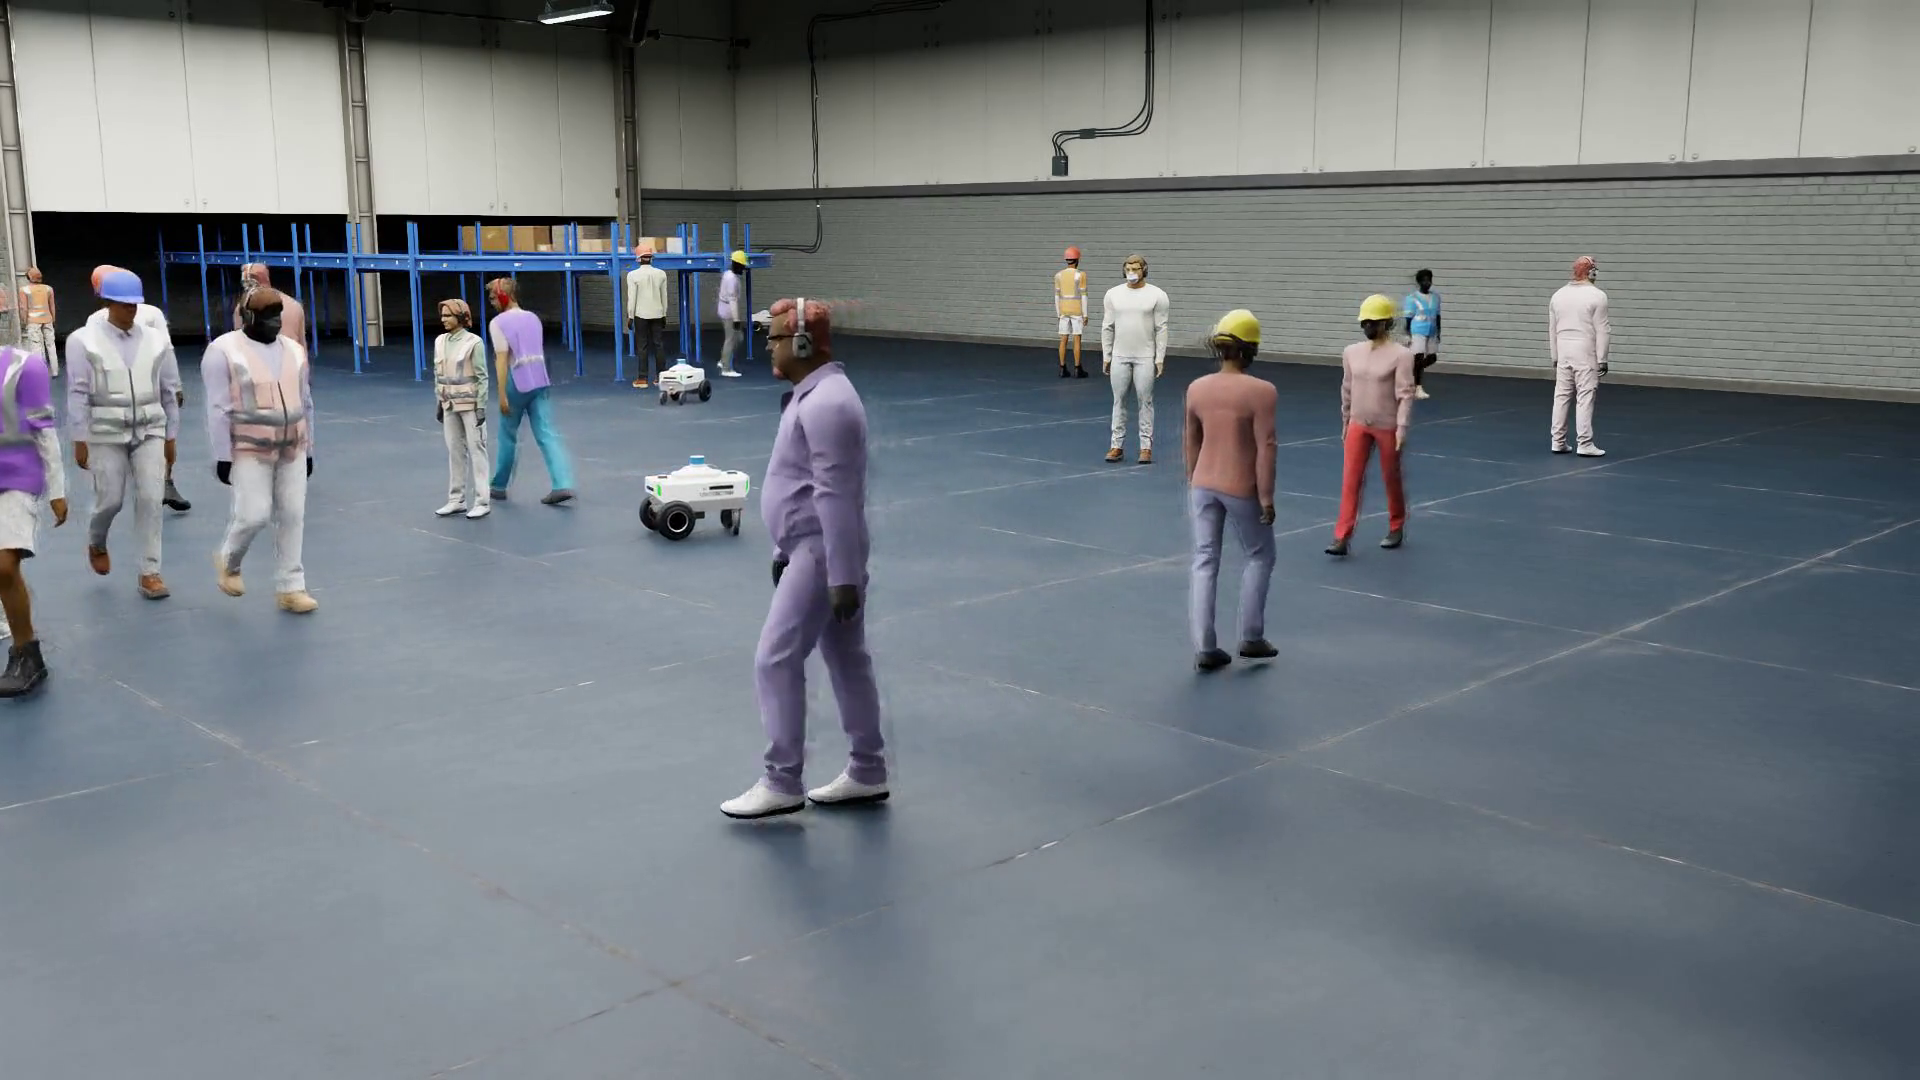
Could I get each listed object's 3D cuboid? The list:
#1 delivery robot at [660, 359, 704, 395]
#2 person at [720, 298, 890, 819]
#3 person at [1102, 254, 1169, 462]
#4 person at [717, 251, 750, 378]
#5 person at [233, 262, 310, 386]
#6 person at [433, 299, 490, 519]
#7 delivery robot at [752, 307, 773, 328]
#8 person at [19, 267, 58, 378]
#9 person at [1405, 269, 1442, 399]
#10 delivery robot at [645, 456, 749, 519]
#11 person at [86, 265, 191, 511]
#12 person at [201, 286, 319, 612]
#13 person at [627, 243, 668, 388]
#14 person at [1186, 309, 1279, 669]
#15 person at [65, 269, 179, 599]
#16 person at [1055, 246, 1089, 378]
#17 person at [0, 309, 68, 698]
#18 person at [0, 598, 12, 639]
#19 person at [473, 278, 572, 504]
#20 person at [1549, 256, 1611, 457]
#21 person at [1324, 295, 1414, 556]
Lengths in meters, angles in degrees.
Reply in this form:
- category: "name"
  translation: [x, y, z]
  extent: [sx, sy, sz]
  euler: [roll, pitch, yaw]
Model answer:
- category: "delivery robot"
  translation: [-3.543, -2.064, 21.199]
  extent: [0.477, 0.478, 0.707]
  euler: [3, 11, 16]
- category: "person"
  translation: [-0.607, 0.072, 6.057]
  extent: [0.769, 1.879, 0.676]
  euler: [-1, 10, -4]
- category: "person"
  translation: [1.629, -1.701, 15.583]
  extent: [0.630, 1.940, 0.372]
  euler: [3, 11, 17]
- category: "person"
  translation: [-3.364, -3.362, 24.801]
  extent: [0.507, 1.876, 0.644]
  euler: [-1, 10, -6]
- category: "person"
  translation: [-5.762, -1.362, 13.885]
  extent: [0.429, 1.884, 0.647]
  euler: [5, 11, 24]
- category: "person"
  translation: [-3.742, -0.988, 12.506]
  extent: [0.514, 1.641, 0.315]
  euler: [6, 12, 31]
- category: "delivery robot"
  translation: [-4.265, -4.842, 36.346]
  extent: [0.707, 0.478, 0.477]
  euler: [-4, 11, -18]
- category: "person"
  translation: [-13.613, -3.202, 24.583]
  extent: [0.308, 1.640, 0.510]
  euler: [7, 12, 33]
- category: "person"
  translation: [6.005, -2.701, 21.728]
  extent: [0.545, 1.679, 0.553]
  euler: [-5, 11, -24]
- category: "delivery robot"
  translation: [-1.879, -0.362, 11.917]
  extent: [0.707, 0.478, 0.477]
  euler: [-5, 12, -27]
- category: "person"
  translation: [-6.293, -1.146, 12.705]
  extent: [0.618, 1.887, 0.694]
  euler: [-5, 12, -25]
- category: "person"
  translation: [-3.935, -0.507, 9.364]
  extent: [0.579, 1.830, 0.640]
  euler: [7, 13, 35]
- category: "person"
  translation: [-4.373, -3.139, 23.271]
  extent: [0.610, 1.995, 0.375]
  euler: [-8, 13, -38]
- category: "person"
  translation: [1.373, -0.252, 8.174]
  extent: [0.554, 1.743, 0.618]
  euler: [9, 14, 41]
- category: "person"
  translation: [-4.969, -0.635, 9.834]
  extent: [0.621, 1.922, 0.714]
  euler: [-10, 14, -43]
- category: "person"
  translation: [1.680, -3.407, 24.876]
  extent: [0.544, 1.943, 0.347]
  euler: [7, 12, 32]
- category: "person"
  translation: [-4.466, -0.224, 7.583]
  extent: [0.586, 1.914, 0.695]
  euler: [1, 10, 5]
- category: "person"
  translation: [-5.166, -0.324, 8.662]
  extent: [0.500, 1.720, 0.444]
  euler: [1, 10, 4]
- category: "person"
  translation: [-3.475, -1.170, 13.138]
  extent: [0.966, 1.783, 0.581]
  euler: [6, 12, 28]
- category: "person"
  translation: [5.987, -1.769, 16.032]
  extent: [0.407, 1.913, 0.641]
  euler: [-7, 12, -32]
- category: "person"
  translation: [2.762, -0.764, 11.065]
  extent: [0.540, 1.714, 0.904]
  euler: [8, 13, 38]
